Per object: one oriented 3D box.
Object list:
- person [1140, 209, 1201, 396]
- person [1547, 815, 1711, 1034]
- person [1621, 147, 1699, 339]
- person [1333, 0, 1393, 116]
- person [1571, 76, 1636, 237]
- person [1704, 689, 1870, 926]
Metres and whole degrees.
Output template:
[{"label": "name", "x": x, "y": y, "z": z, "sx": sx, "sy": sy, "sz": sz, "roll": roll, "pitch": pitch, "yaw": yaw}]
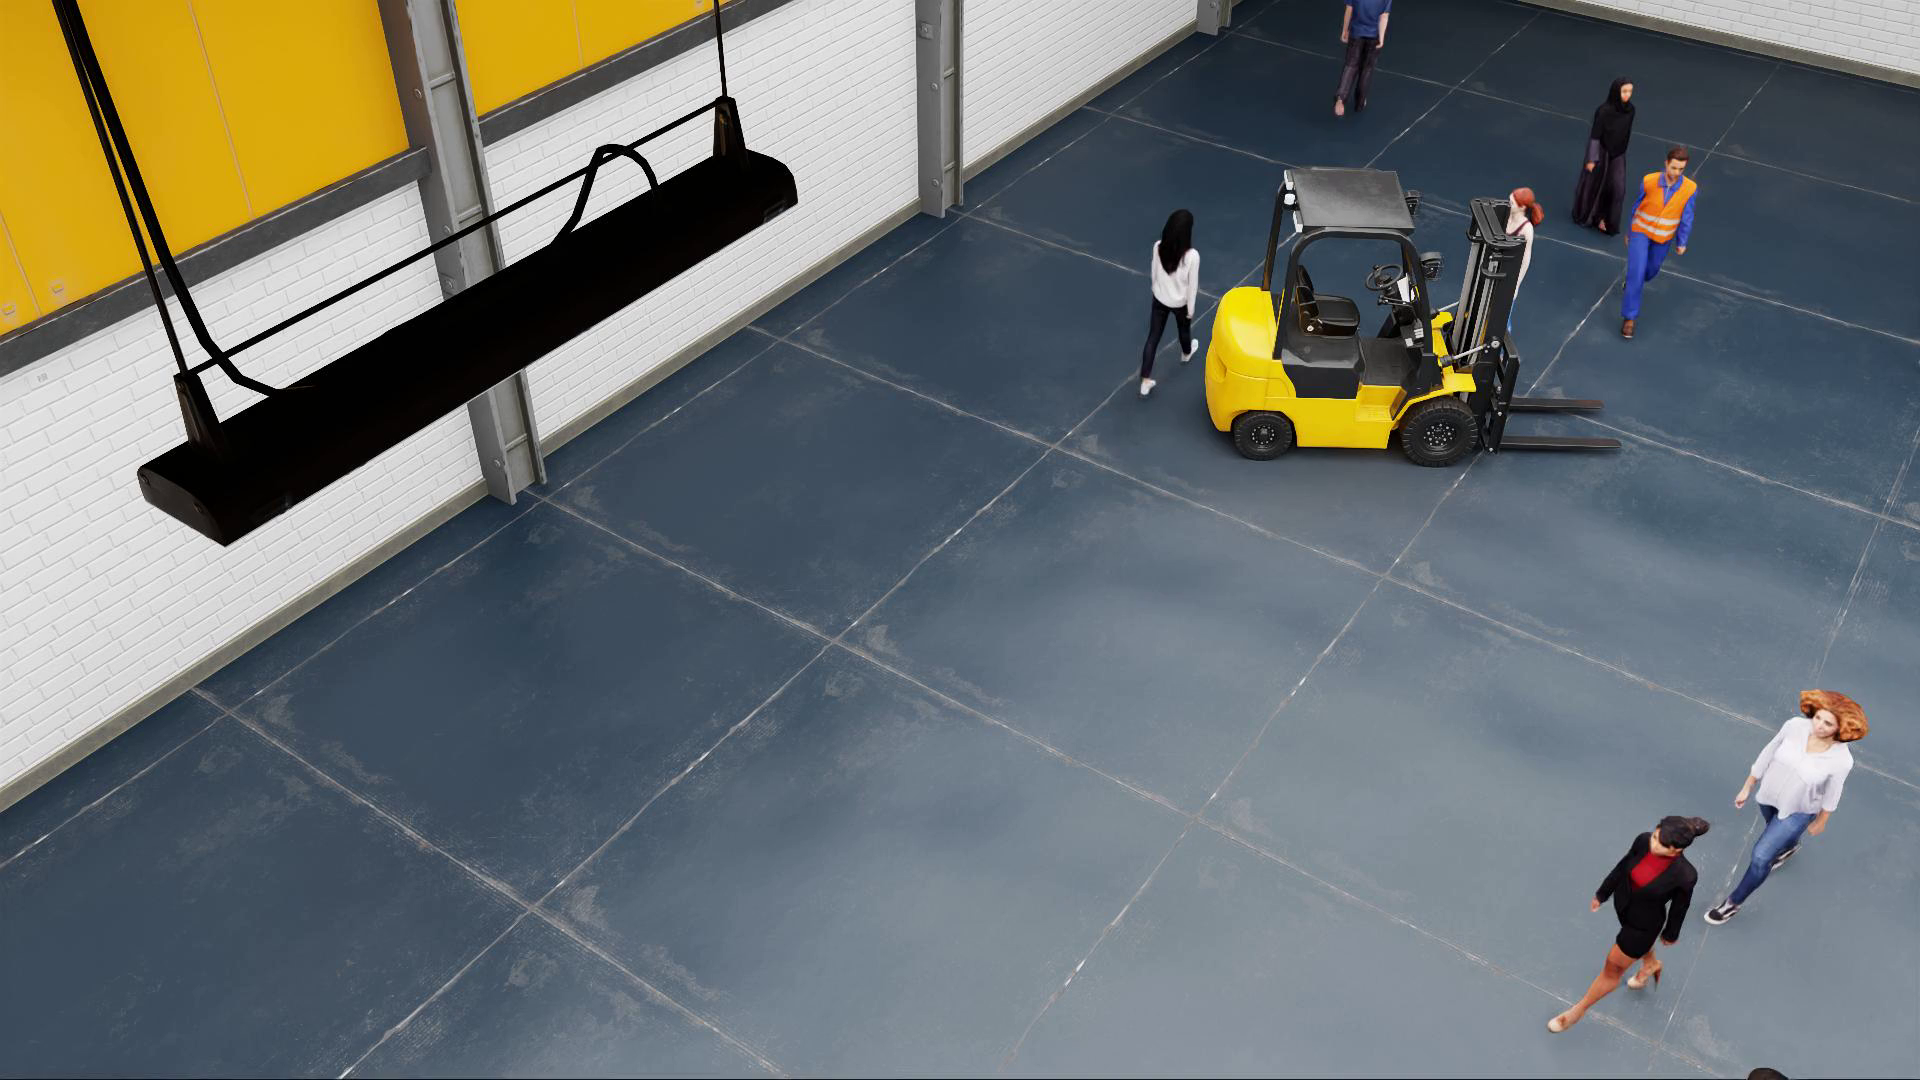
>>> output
[{"label": "person", "x": 1.768, "y": -2.004, "z": 14.298, "sx": 0.705, "sy": 1.651, "sz": 1.151, "roll": 20, "pitch": 43, "yaw": 23}, {"label": "person", "x": 3.815, "y": 2.086, "z": 9.230, "sx": 1.109, "sy": 1.584, "sz": 0.945, "roll": -13, "pitch": 41, "yaw": -16}, {"label": "person", "x": 6.281, "y": -2.787, "z": 15.143, "sx": 0.948, "sy": 1.820, "sz": 1.196, "roll": 10, "pitch": 40, "yaw": 12}, {"label": "person", "x": 4.528, "y": -5.626, "z": 18.674, "sx": 0.775, "sy": 1.849, "sz": 1.030, "roll": 16, "pitch": 41, "yaw": 19}, {"label": "person", "x": 6.464, "y": -3.917, "z": 16.728, "sx": 0.920, "sy": 1.607, "sz": 0.979, "roll": -6, "pitch": 39, "yaw": -8}, {"label": "person", "x": 4.987, "y": 1.503, "z": 9.881, "sx": 1.245, "sy": 1.682, "sz": 1.005, "roll": -17, "pitch": 42, "yaw": -20}]
